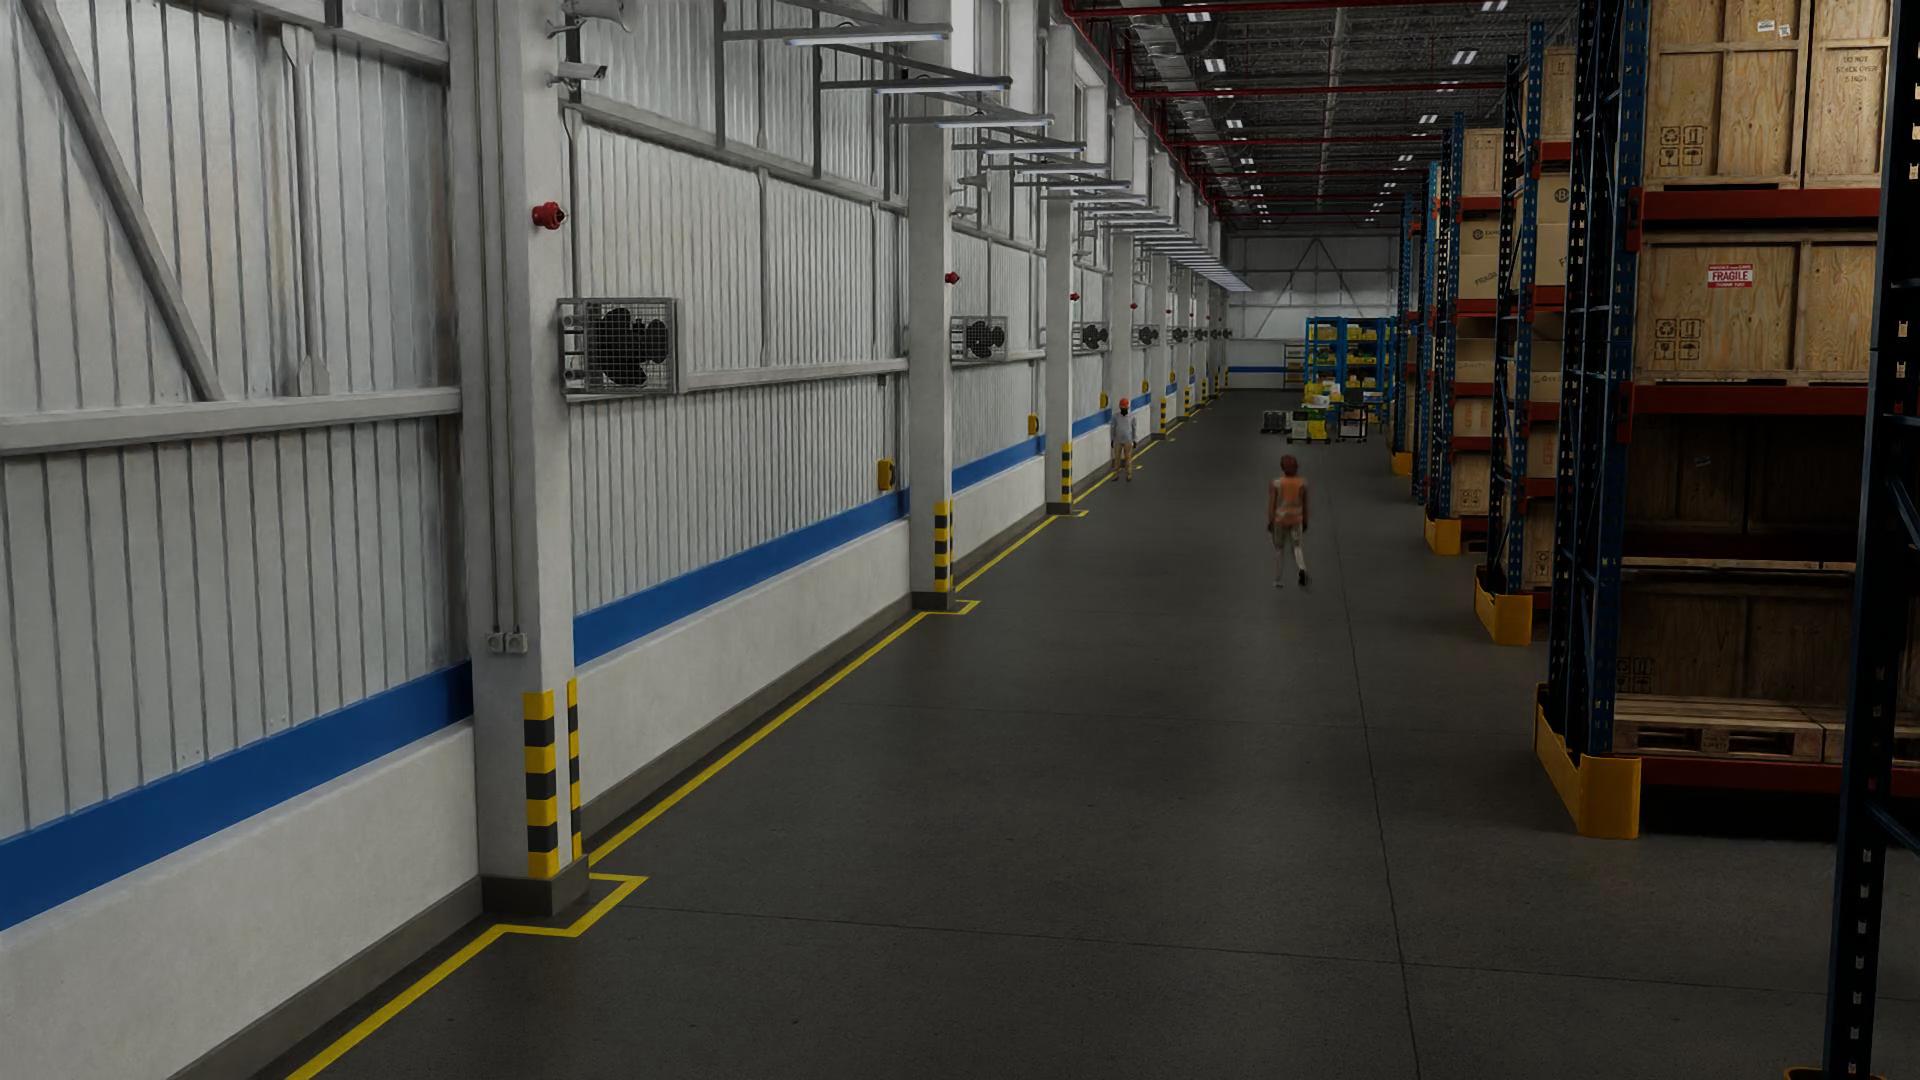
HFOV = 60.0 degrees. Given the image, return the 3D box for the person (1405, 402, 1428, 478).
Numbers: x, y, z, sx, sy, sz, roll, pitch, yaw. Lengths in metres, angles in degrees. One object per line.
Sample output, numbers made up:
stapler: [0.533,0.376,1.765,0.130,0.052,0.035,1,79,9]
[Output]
person: [9.873,-2.125,34.992,0.913,1.719,0.526,2,7,18]

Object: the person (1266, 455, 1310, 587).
person: [3.980,-0.211,20.089,0.520,1.626,0.475,-1,7,-8]

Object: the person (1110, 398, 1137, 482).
person: [3.392,-2.080,34.540,0.559,1.745,0.333,1,7,9]
